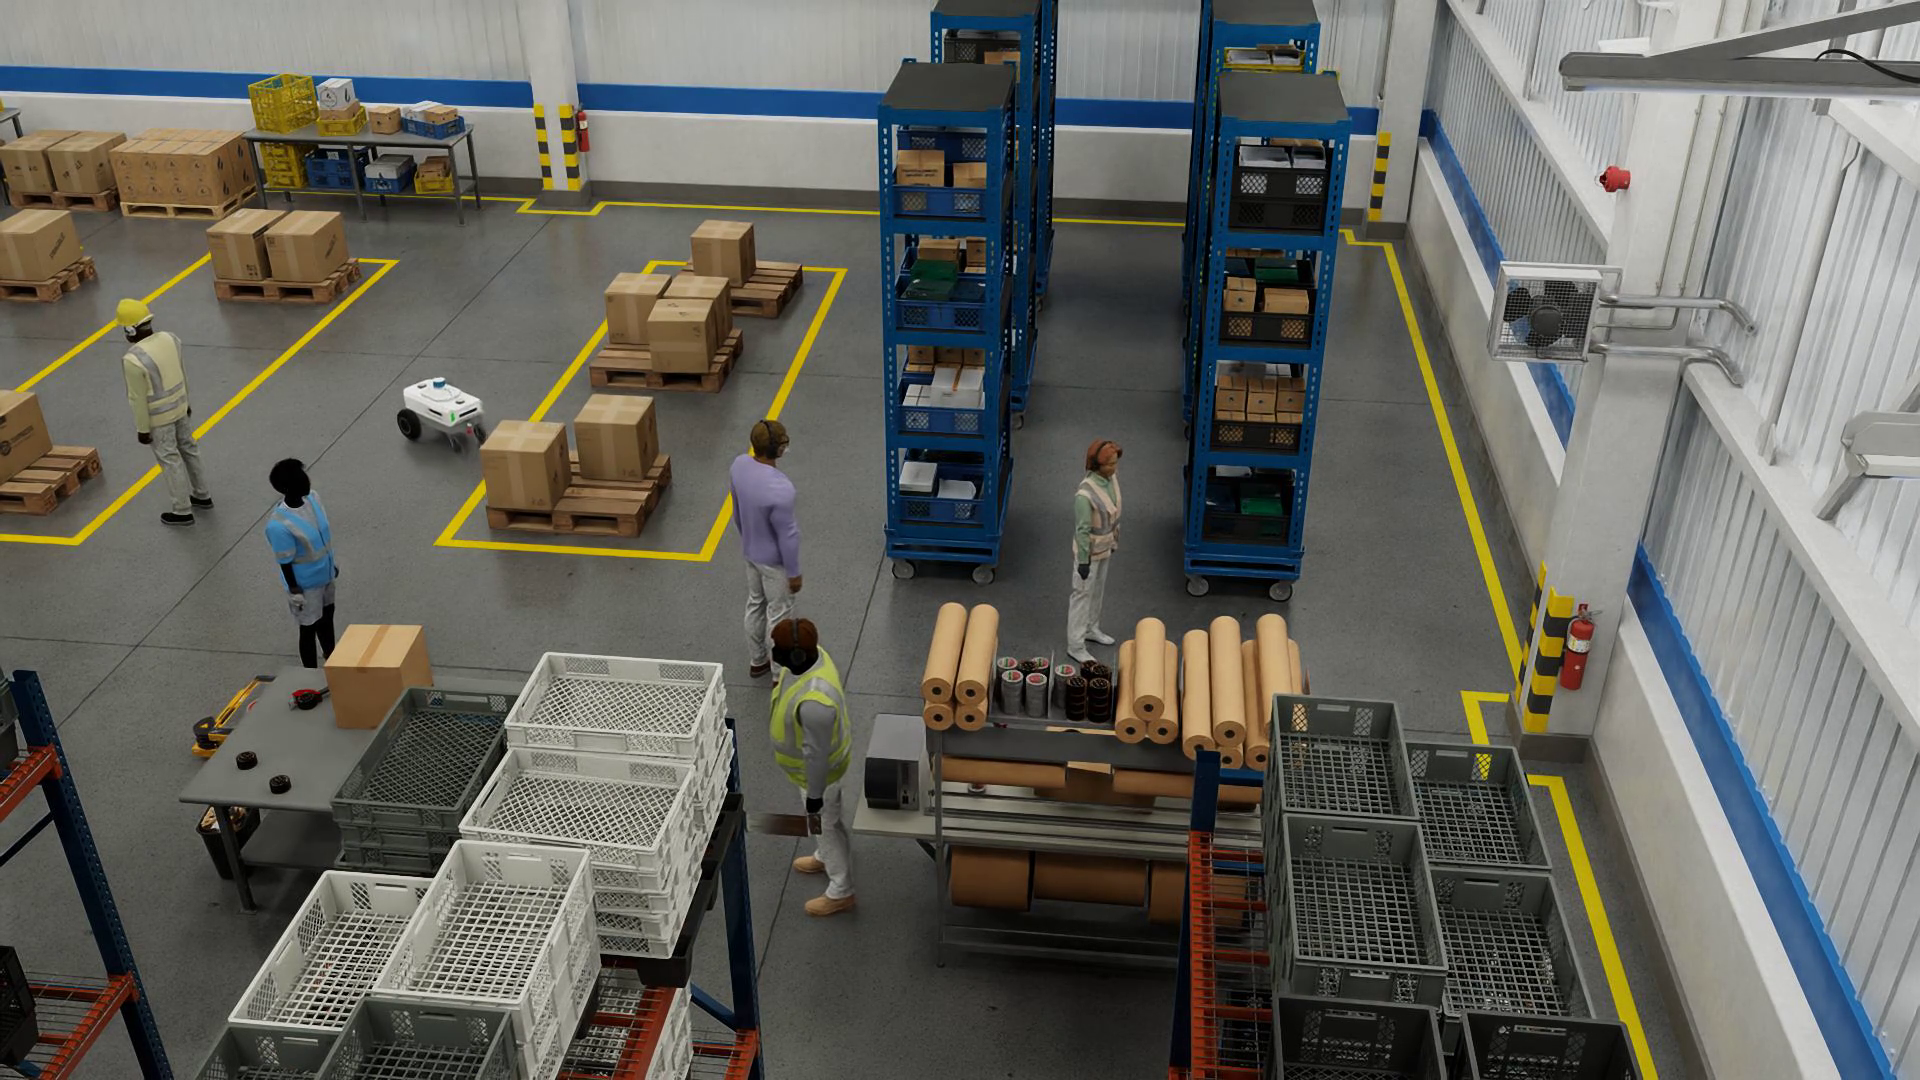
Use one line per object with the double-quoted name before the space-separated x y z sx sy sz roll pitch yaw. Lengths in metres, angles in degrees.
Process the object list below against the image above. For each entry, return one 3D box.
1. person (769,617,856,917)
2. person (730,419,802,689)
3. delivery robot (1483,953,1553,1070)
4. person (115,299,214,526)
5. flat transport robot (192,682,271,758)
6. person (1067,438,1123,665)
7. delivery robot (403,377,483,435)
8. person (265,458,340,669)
"person" -0.811 1.204 9.050 0.431 1.832 0.641 -7 31 -11
"person" -1.234 0.098 10.832 0.362 1.938 0.631 -21 36 -32
"delivery robot" 2.798 2.327 8.279 0.477 0.478 0.707 17 34 26
"person" -6.156 -0.996 12.826 0.403 1.823 0.586 5 31 9
"flat transport robot" -4.089 1.163 10.648 1.431 0.197 0.652 3 30 6
"person" 0.913 0.063 11.188 0.311 1.636 0.521 15 33 24
"delivery robot" -4.436 -1.159 14.267 0.707 0.478 0.477 21 36 32
"person" -4.223 0.236 10.832 0.315 1.696 0.541 5 31 8
